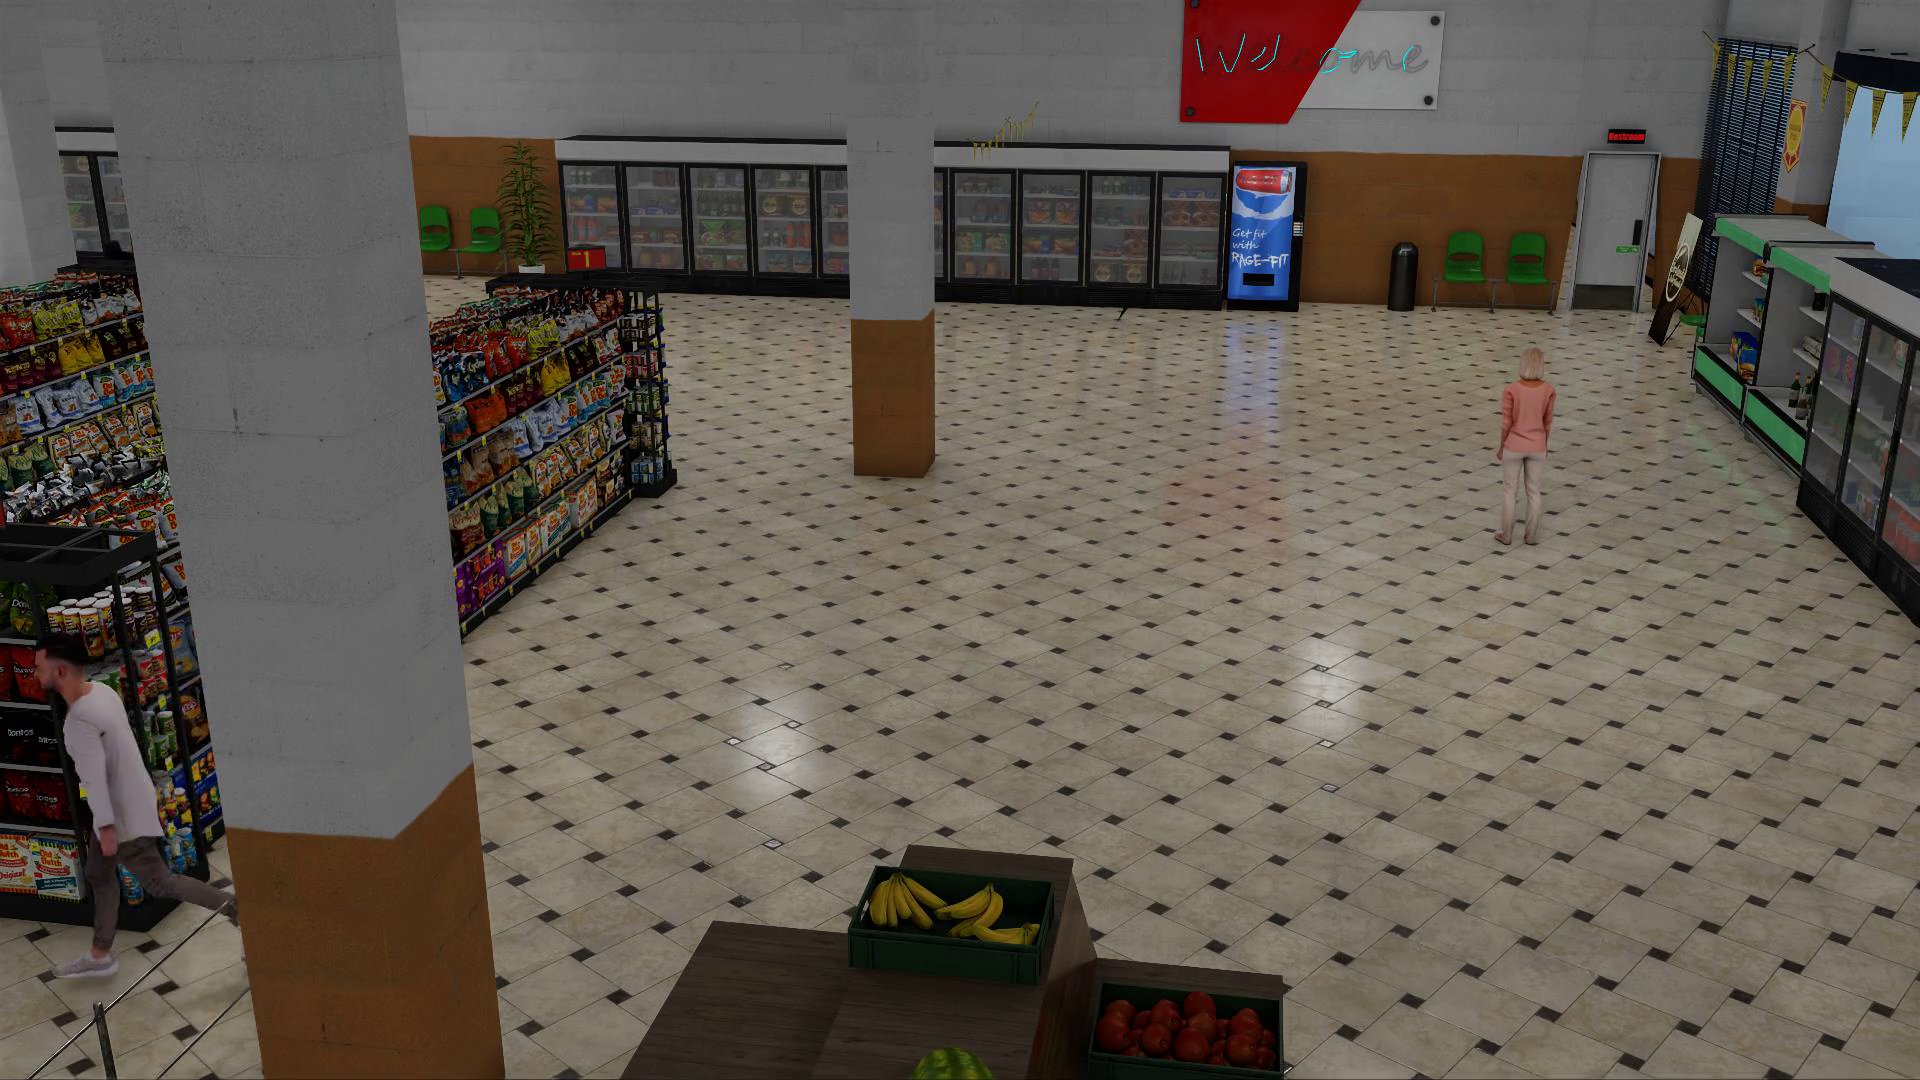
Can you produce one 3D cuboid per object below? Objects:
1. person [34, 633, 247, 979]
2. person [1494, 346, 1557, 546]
[{"bbox_3d":[-3.873,1.283,7.910,1.184,1.777,1.288,-8,20,-21],"label":"person"},{"bbox_3d":[4.811,-0.803,14.180,0.620,1.724,0.550,1,19,3],"label":"person"}]
